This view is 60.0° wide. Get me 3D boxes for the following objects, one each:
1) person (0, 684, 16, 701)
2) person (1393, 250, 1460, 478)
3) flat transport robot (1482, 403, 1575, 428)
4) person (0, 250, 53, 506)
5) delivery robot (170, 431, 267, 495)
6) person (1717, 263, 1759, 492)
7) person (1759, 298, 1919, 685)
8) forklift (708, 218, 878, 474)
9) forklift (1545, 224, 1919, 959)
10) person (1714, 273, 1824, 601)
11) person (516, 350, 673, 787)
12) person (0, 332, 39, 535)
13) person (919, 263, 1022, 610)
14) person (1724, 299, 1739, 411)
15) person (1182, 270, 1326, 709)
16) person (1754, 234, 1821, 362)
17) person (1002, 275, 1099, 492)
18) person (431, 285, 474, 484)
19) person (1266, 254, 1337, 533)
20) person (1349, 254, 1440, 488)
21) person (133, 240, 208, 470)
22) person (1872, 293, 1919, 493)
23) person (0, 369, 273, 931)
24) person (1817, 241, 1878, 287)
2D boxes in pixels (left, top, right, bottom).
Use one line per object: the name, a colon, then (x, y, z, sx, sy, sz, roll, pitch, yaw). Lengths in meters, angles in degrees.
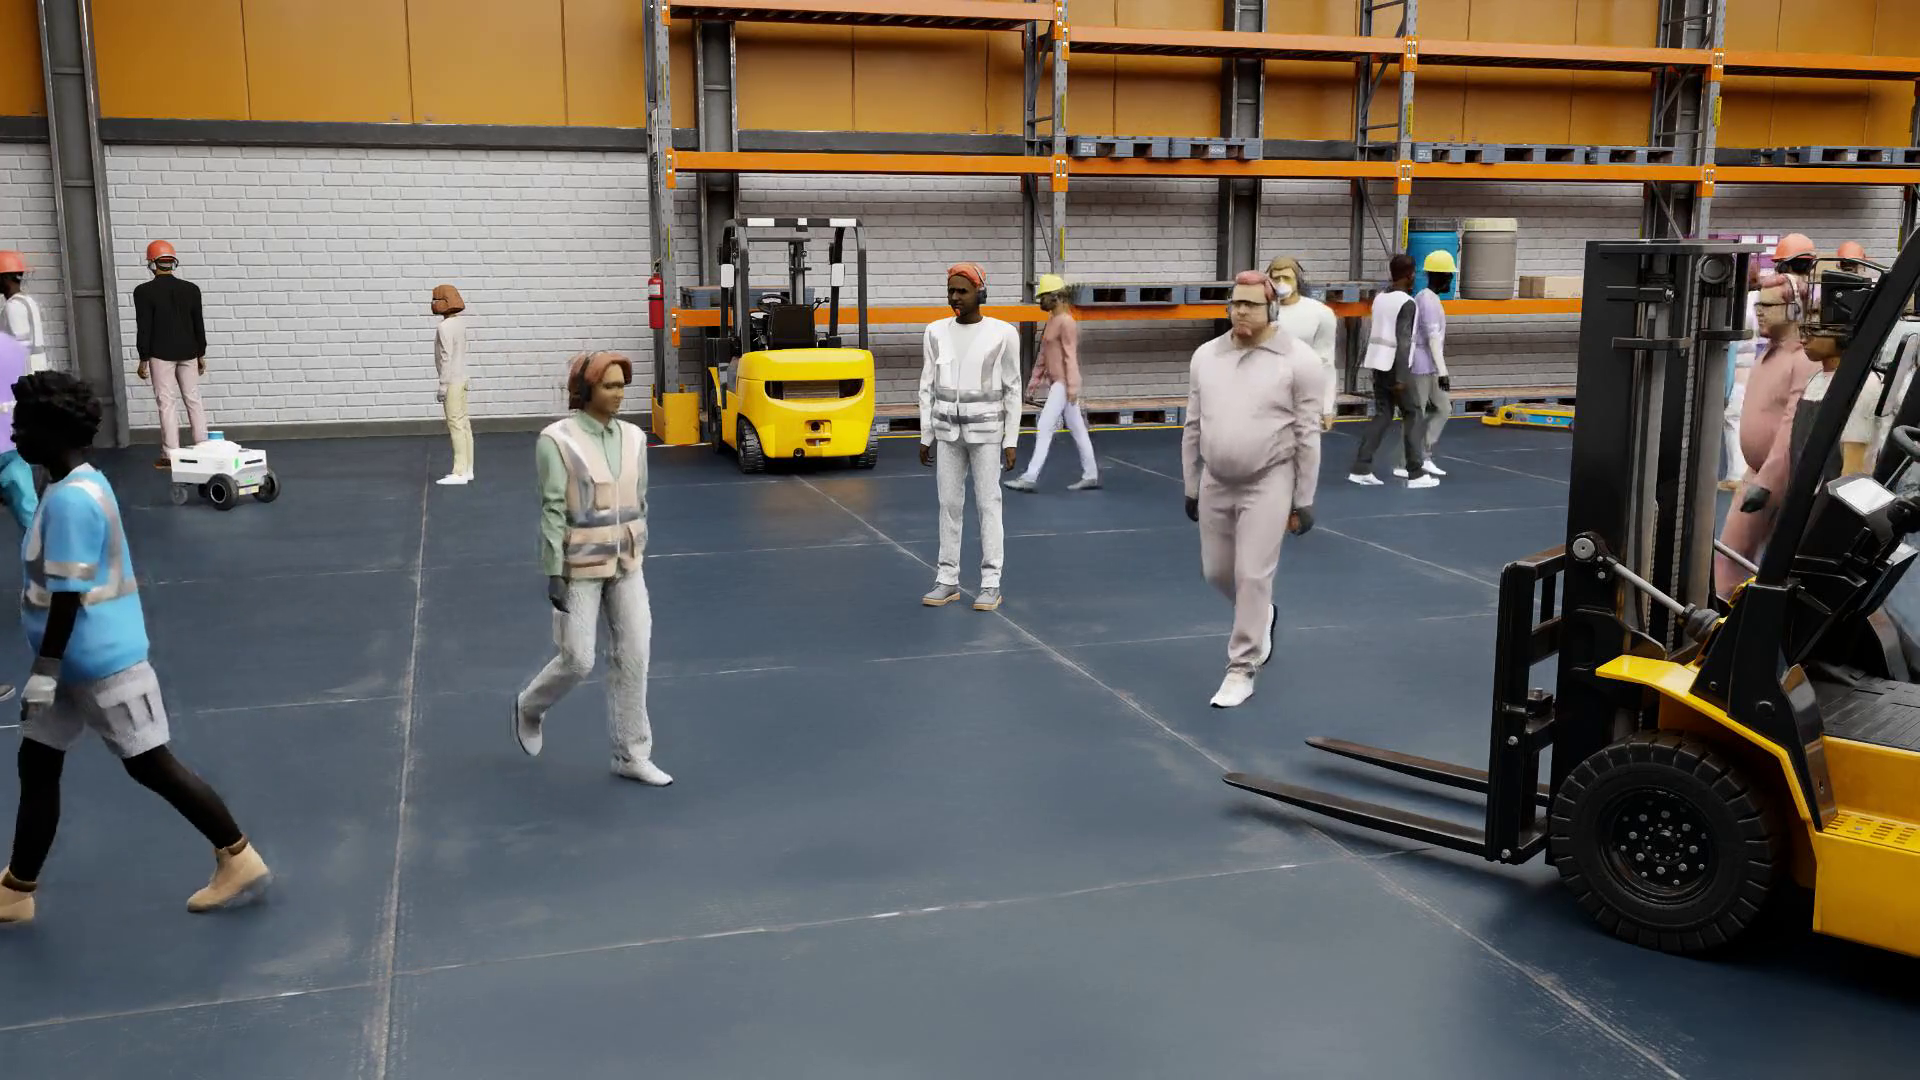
person: (-4.381, -0.183, 7.182, 0.591, 1.825, 0.403, 9, 14, 41)
person: (3.923, -1.447, 13.880, 0.581, 1.908, 0.597, 4, 11, 19)
flat transport robot: (6.331, -1.301, 17.559, 1.431, 0.197, 0.652, 9, 14, 42)
person: (-7.227, -1.210, 12.558, 0.718, 1.915, 0.559, -3, 11, -17)
delivery robot: (-5.603, -0.579, 12.565, 0.707, 0.478, 0.477, 4, 11, 22)
person: (6.152, -1.280, 13.202, 0.645, 1.823, 0.473, -6, 12, -31)
person: (3.624, -0.106, 6.822, 0.939, 1.805, 0.517, -1, 10, -4)
forklift: (-1.522, -1.778, 14.899, 1.214, 2.155, 2.313, -3, 11, -17)
forklift: (2.909, 0.117, 4.508, 2.313, 2.155, 1.214, 9, 14, 40)
person: (3.797, -0.298, 7.725, 0.971, 1.854, 0.633, 0, 10, -1)
person: (-1.380, 0.099, 6.167, 0.624, 1.616, 0.515, 8, 13, 38)
person: (-5.212, -0.469, 8.830, 1.009, 1.790, 0.574, 3, 11, 16)
person: (0.046, -0.555, 9.047, 0.585, 1.882, 0.337, 4, 11, 23)
person: (5.849, -1.175, 13.178, 0.540, 1.606, 0.401, 5, 12, 27)
person: (1.297, -0.250, 7.380, 0.650, 1.884, 0.785, 7, 13, 35)
person: (5.719, -1.090, 11.540, 0.613, 2.041, 0.393, -3, 11, -15)
person: (0.711, -1.224, 13.171, 0.902, 1.713, 0.536, -2, 10, -8)
person: (-4.189, -1.274, 13.683, 0.285, 1.632, 0.505, 0, 10, -2)
person: (2.097, -0.881, 10.742, 0.636, 1.917, 0.716, 3, 11, 15)
person: (3.519, -1.368, 13.530, 0.683, 1.892, 0.607, -3, 11, -14)
person: (-6.895, -1.611, 14.526, 0.396, 1.993, 0.618, 7, 13, 35)
person: (6.983, -1.068, 12.352, 0.711, 1.707, 0.484, -10, 14, -42)
person: (-2.505, 0.330, 4.834, 0.881, 1.652, 0.534, -7, 12, -32)
person: (8.663, -1.929, 16.316, 0.644, 1.973, 0.447, 6, 12, 28)
